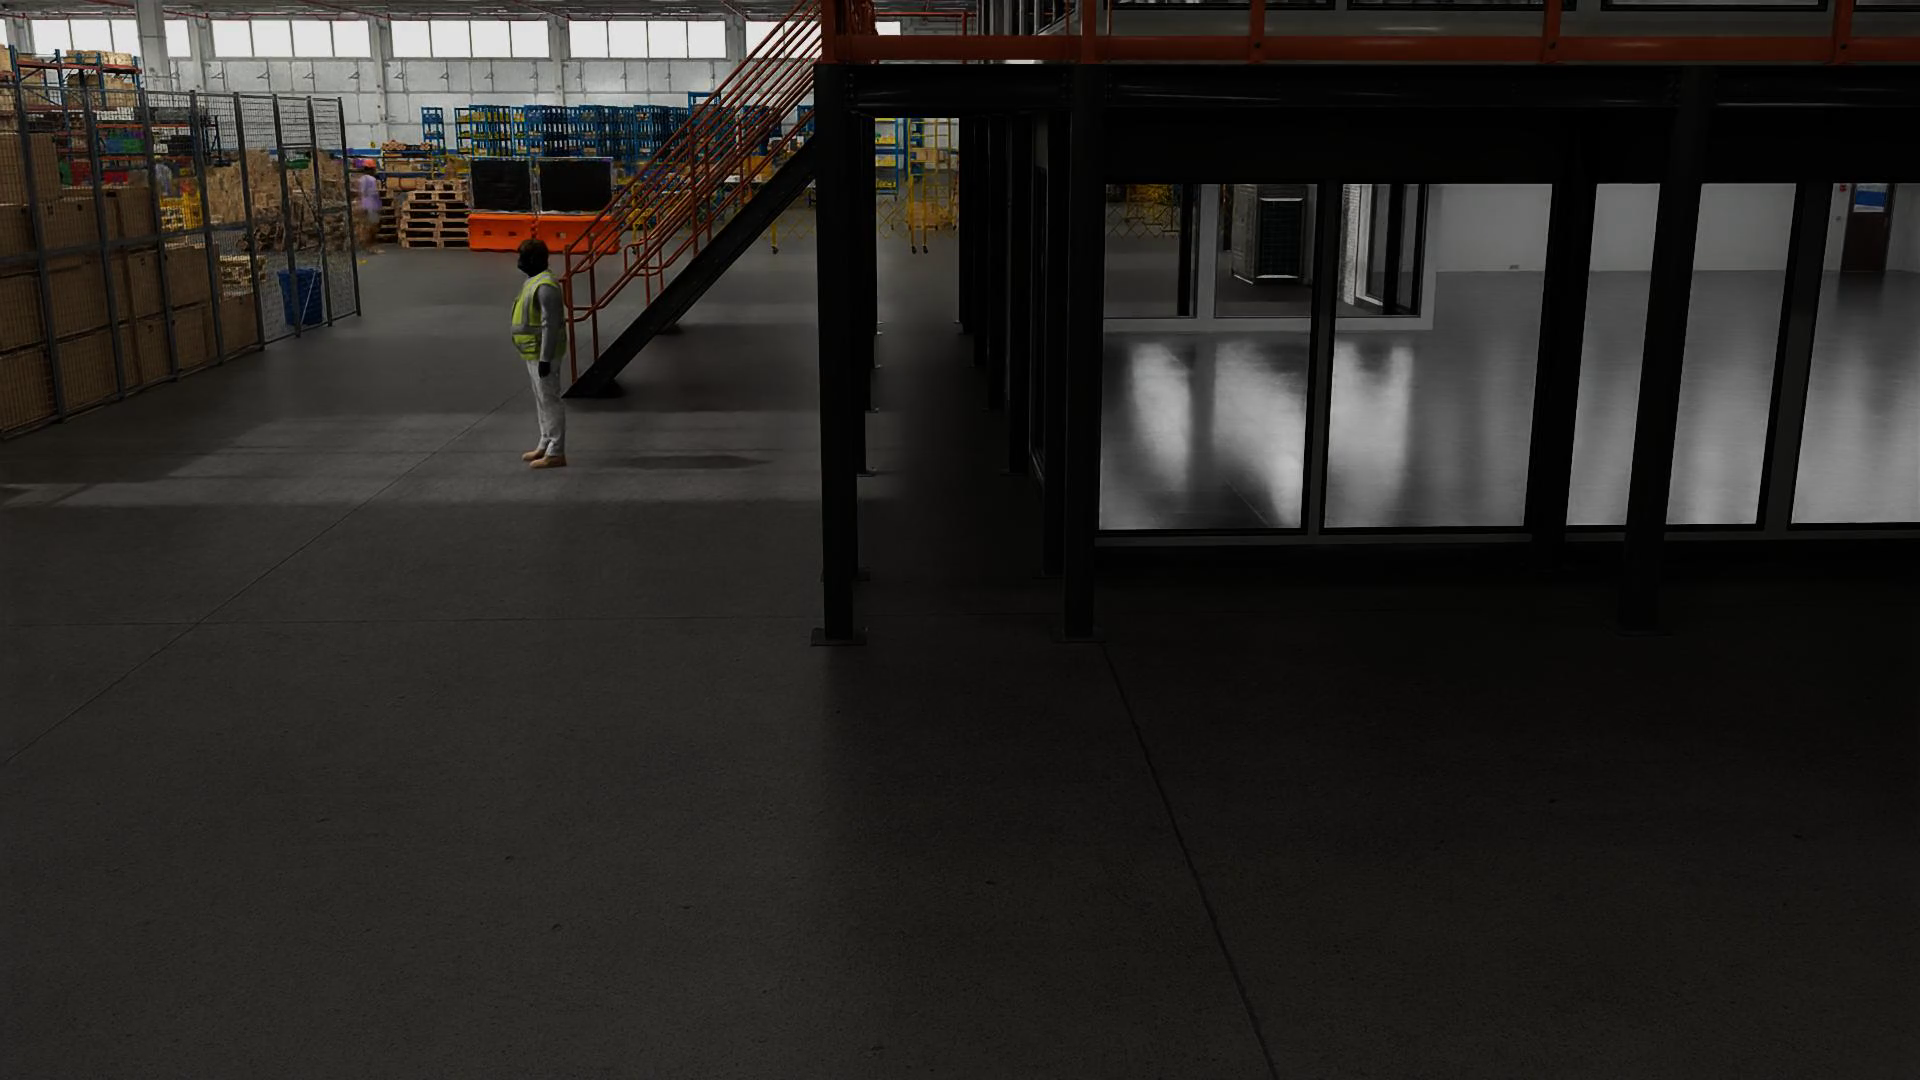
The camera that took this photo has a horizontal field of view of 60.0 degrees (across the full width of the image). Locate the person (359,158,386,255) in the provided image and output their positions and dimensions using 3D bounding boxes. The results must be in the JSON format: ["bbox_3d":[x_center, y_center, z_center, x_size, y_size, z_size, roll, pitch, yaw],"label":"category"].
[{"bbox_3d":[-12.434,-7.087,35.384,0.531,2.024,0.628,-10,17,-34],"label":"person"}]

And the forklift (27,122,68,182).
[{"bbox_3d":[-35.376,-14.773,64.377,1.129,2.768,1.873,-1,14,-2],"label":"forklift"}]

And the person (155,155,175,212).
[{"bbox_3d":[-24.460,-10.913,51.122,0.631,1.799,0.785,-2,14,-6],"label":"person"}]

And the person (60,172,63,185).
[{"bbox_3d":[-17.719,-6.368,32.869,0.328,1.861,0.500,-12,18,-39],"label":"person"}]

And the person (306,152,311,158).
[{"bbox_3d":[-25.162,-14.181,64.417,0.529,1.694,0.321,4,15,15],"label":"person"}]

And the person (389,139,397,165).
[{"bbox_3d":[-27.970,-18.773,82.157,0.610,1.996,0.378,13,19,42],"label":"person"}]

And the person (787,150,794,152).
[{"bbox_3d":[-7.514,-16.735,74.214,0.402,1.901,0.639,4,14,14],"label":"person"}]

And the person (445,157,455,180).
[{"bbox_3d":[-17.109,-12.058,55.874,0.545,1.714,0.578,8,16,29],"label":"person"}]

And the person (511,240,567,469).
[{"bbox_3d":[-3.397,-1.501,13.451,0.429,1.839,0.621,-6,15,-21],"label":"person"}]

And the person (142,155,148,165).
[{"bbox_3d":[-35.046,-16.191,71.955,0.627,1.940,0.375,-7,16,-27],"label":"person"}]
